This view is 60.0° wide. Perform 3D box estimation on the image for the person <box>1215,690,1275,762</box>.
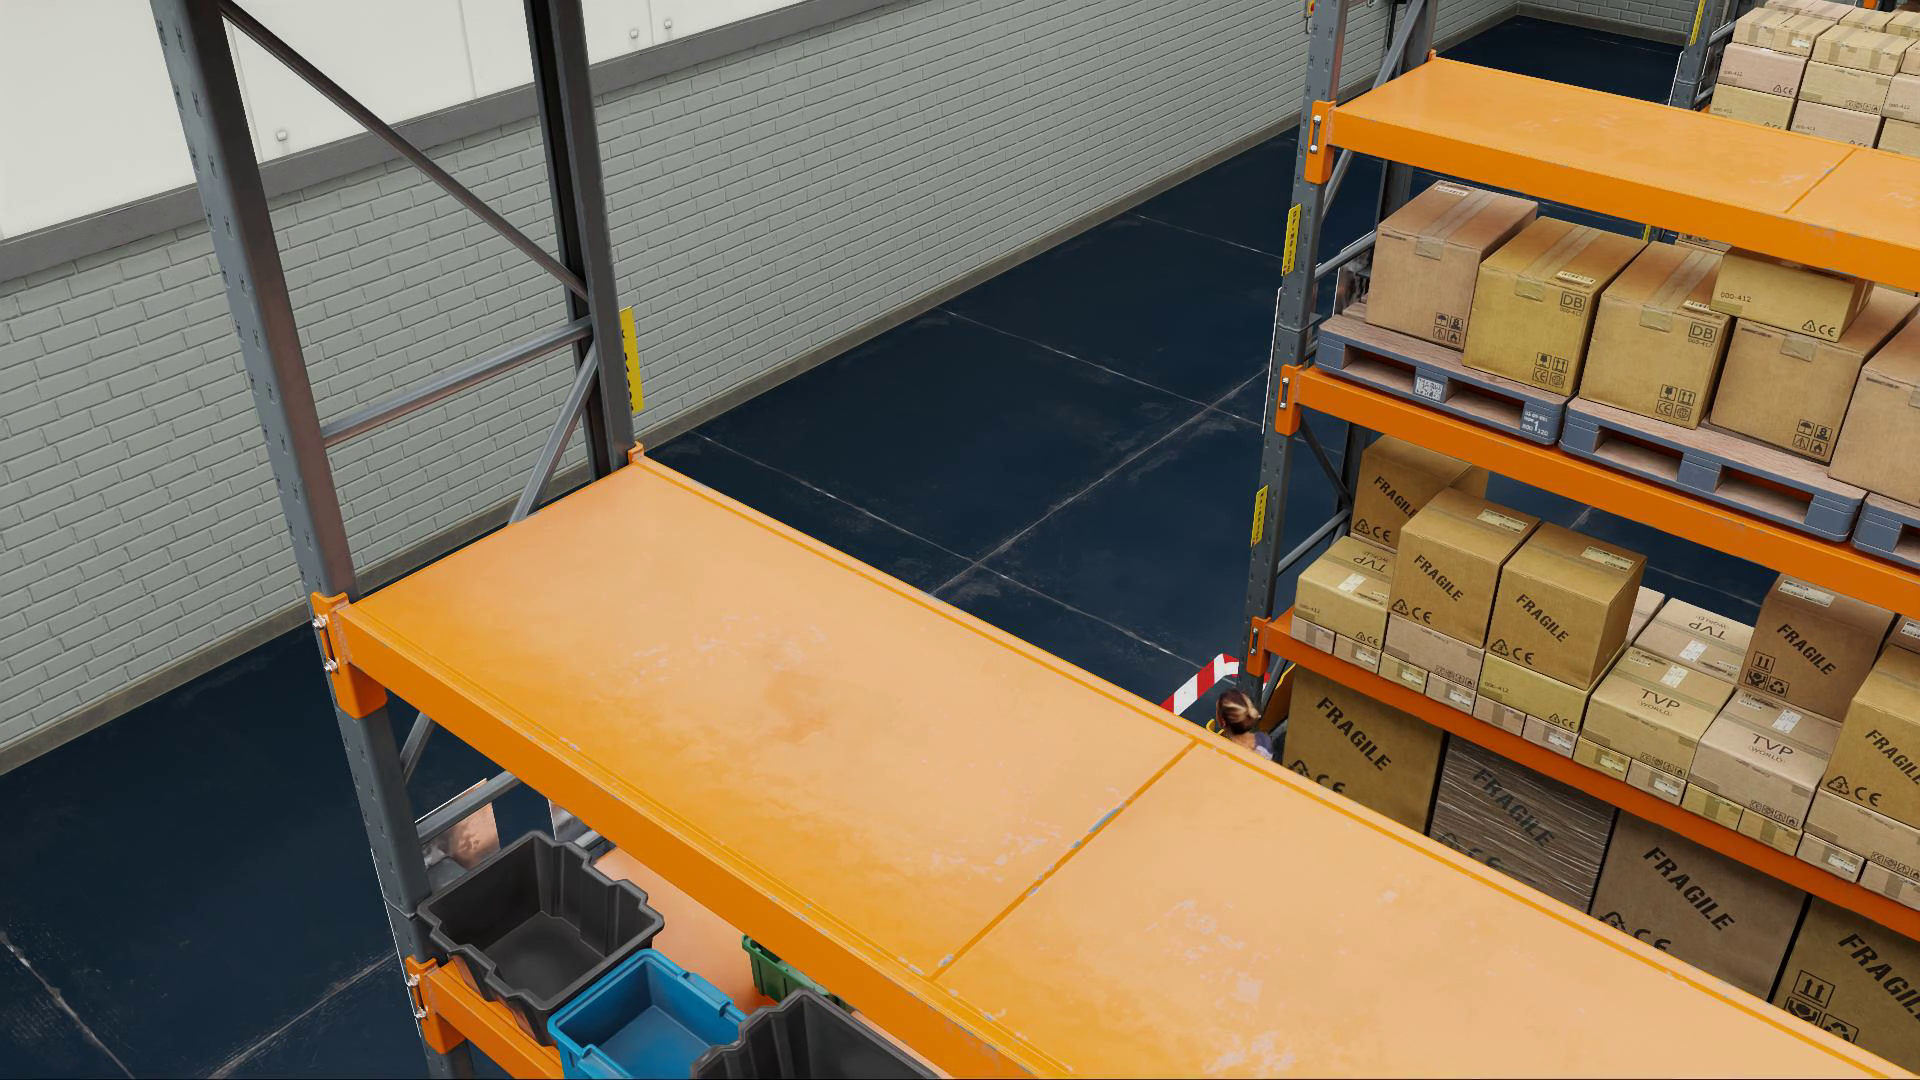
[{"bbox_3d":[1.384,1.443,8.208,0.645,1.613,0.645,-21,39,-29],"label":"person"}]
